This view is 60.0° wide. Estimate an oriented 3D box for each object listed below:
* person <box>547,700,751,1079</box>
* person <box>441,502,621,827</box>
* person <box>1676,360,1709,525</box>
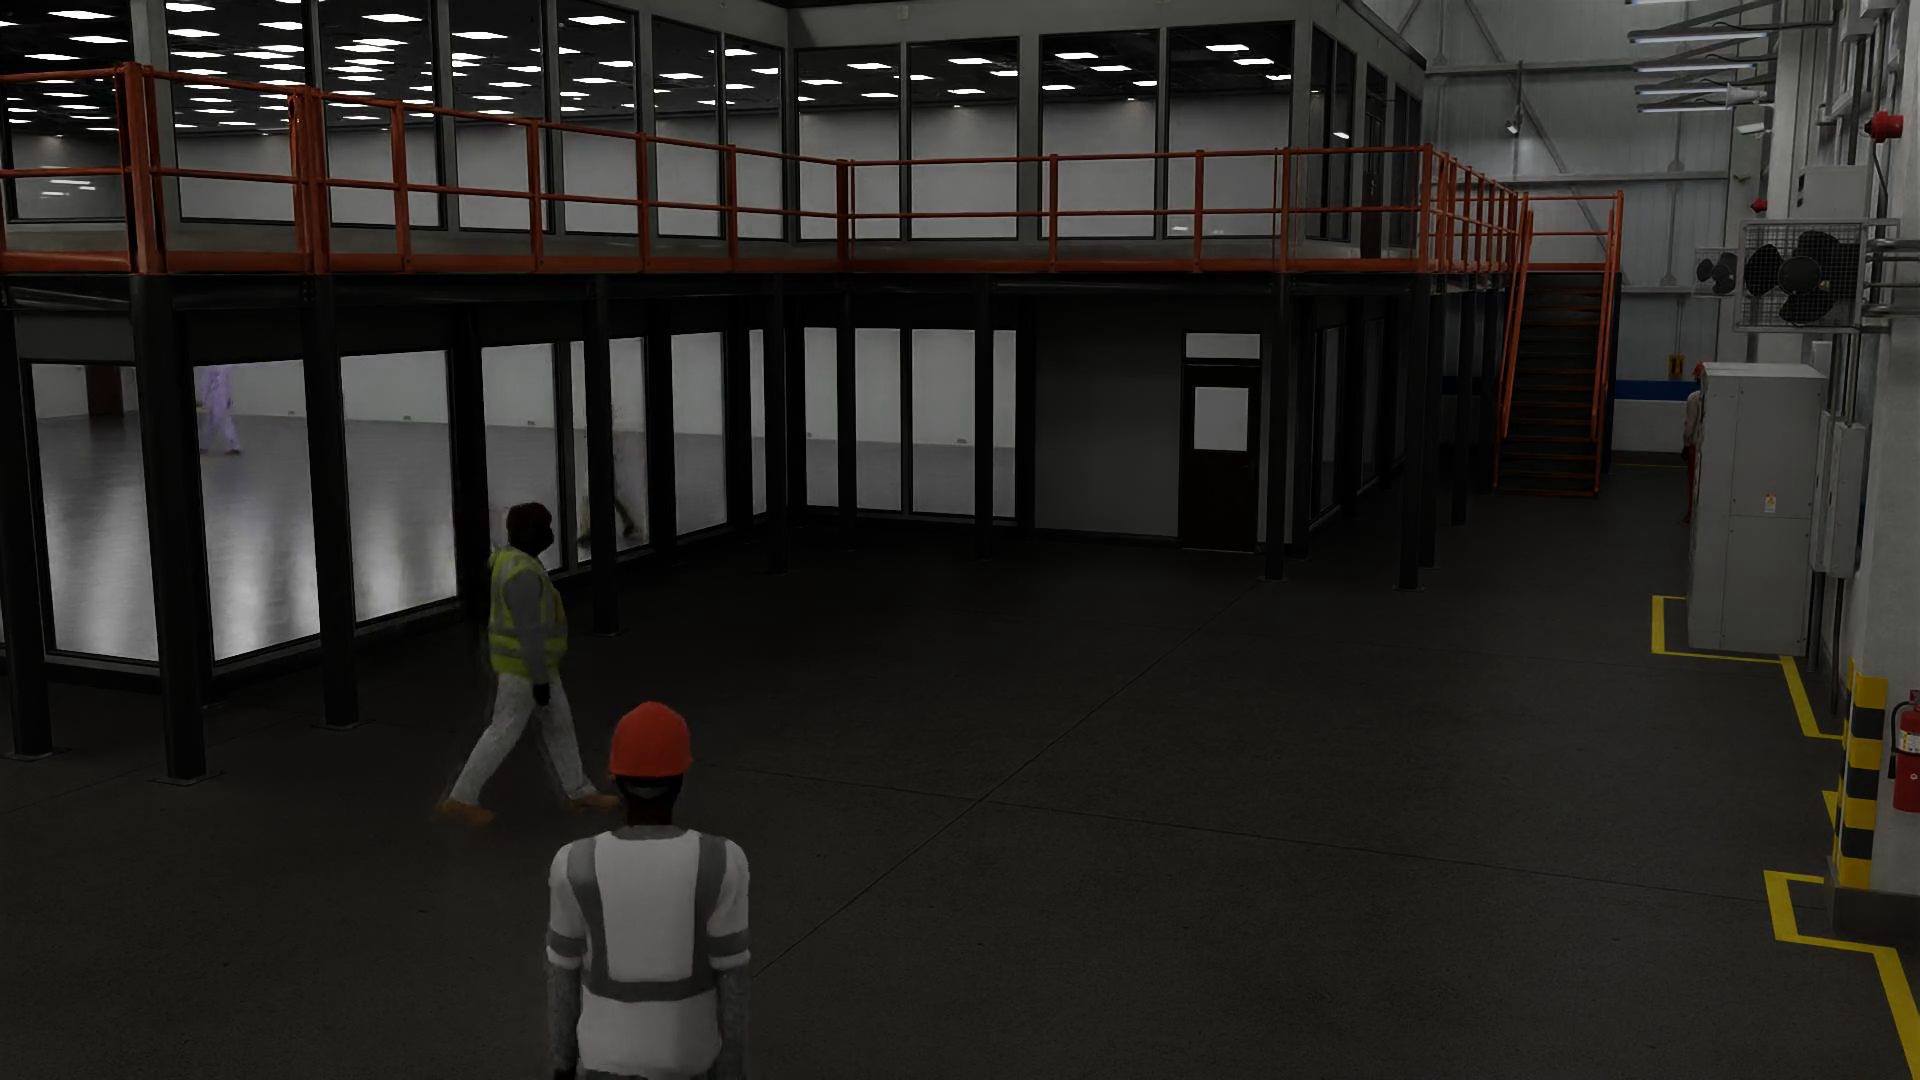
[{"bbox_3d":[-0.853,1.384,4.587,0.556,1.896,0.970,-1,9,-8],"label":"person"},{"bbox_3d":[-2.424,0.684,9.180,0.948,1.806,0.645,-2,10,-15],"label":"person"},{"bbox_3d":[8.916,-1.162,20.001,0.609,1.985,0.413,-4,10,-25],"label":"person"}]
